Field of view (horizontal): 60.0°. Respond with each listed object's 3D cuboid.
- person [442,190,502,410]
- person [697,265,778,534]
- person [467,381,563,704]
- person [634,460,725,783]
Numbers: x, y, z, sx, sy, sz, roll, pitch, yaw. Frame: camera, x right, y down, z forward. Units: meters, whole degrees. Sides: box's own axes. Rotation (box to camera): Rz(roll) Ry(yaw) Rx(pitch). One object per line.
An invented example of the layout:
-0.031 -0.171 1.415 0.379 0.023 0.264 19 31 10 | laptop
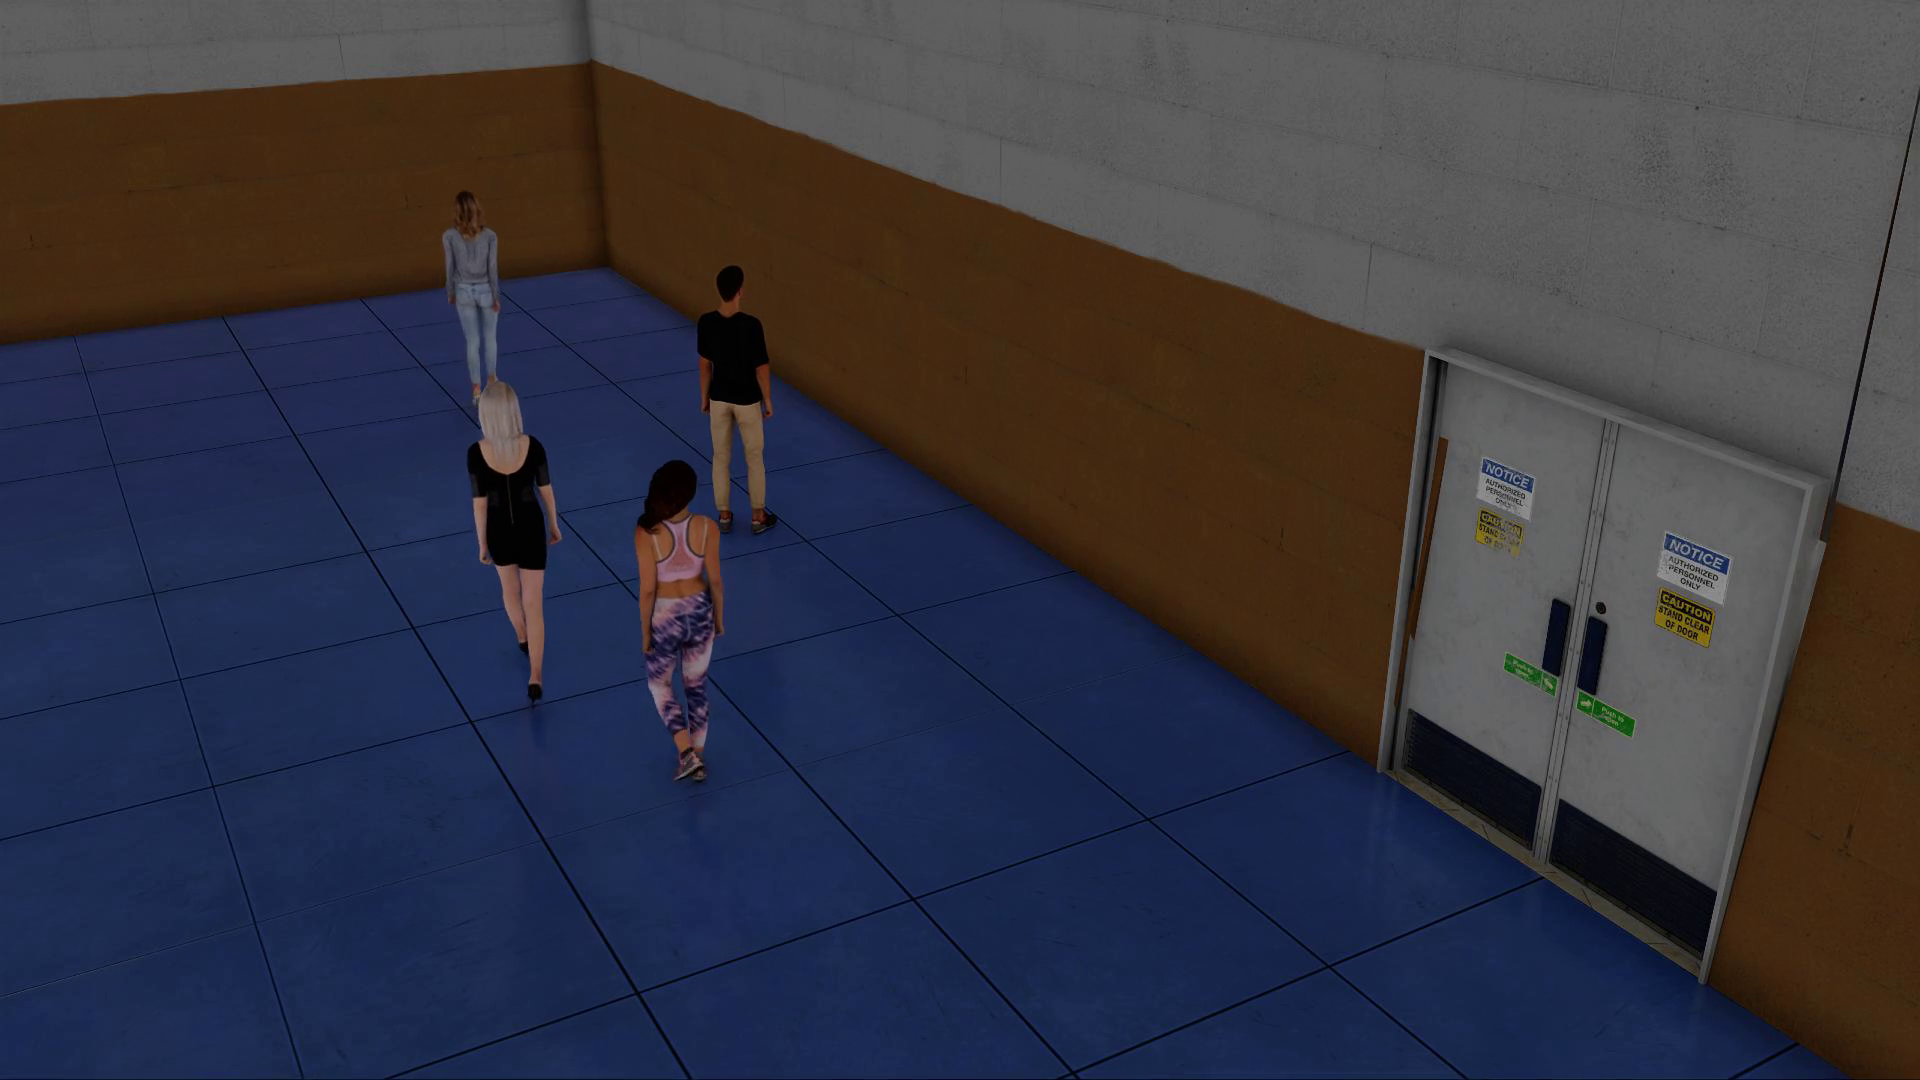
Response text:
-4.011 -1.951 13.741 1.188 1.762 0.965 -5 24 -11 | person
-1.526 -0.946 11.294 0.690 1.857 0.779 4 24 8 | person
-2.427 0.051 9.145 1.174 1.778 0.877 -6 24 -14 | person
-1.360 0.466 8.226 0.723 1.755 0.695 -10 25 -21 | person
